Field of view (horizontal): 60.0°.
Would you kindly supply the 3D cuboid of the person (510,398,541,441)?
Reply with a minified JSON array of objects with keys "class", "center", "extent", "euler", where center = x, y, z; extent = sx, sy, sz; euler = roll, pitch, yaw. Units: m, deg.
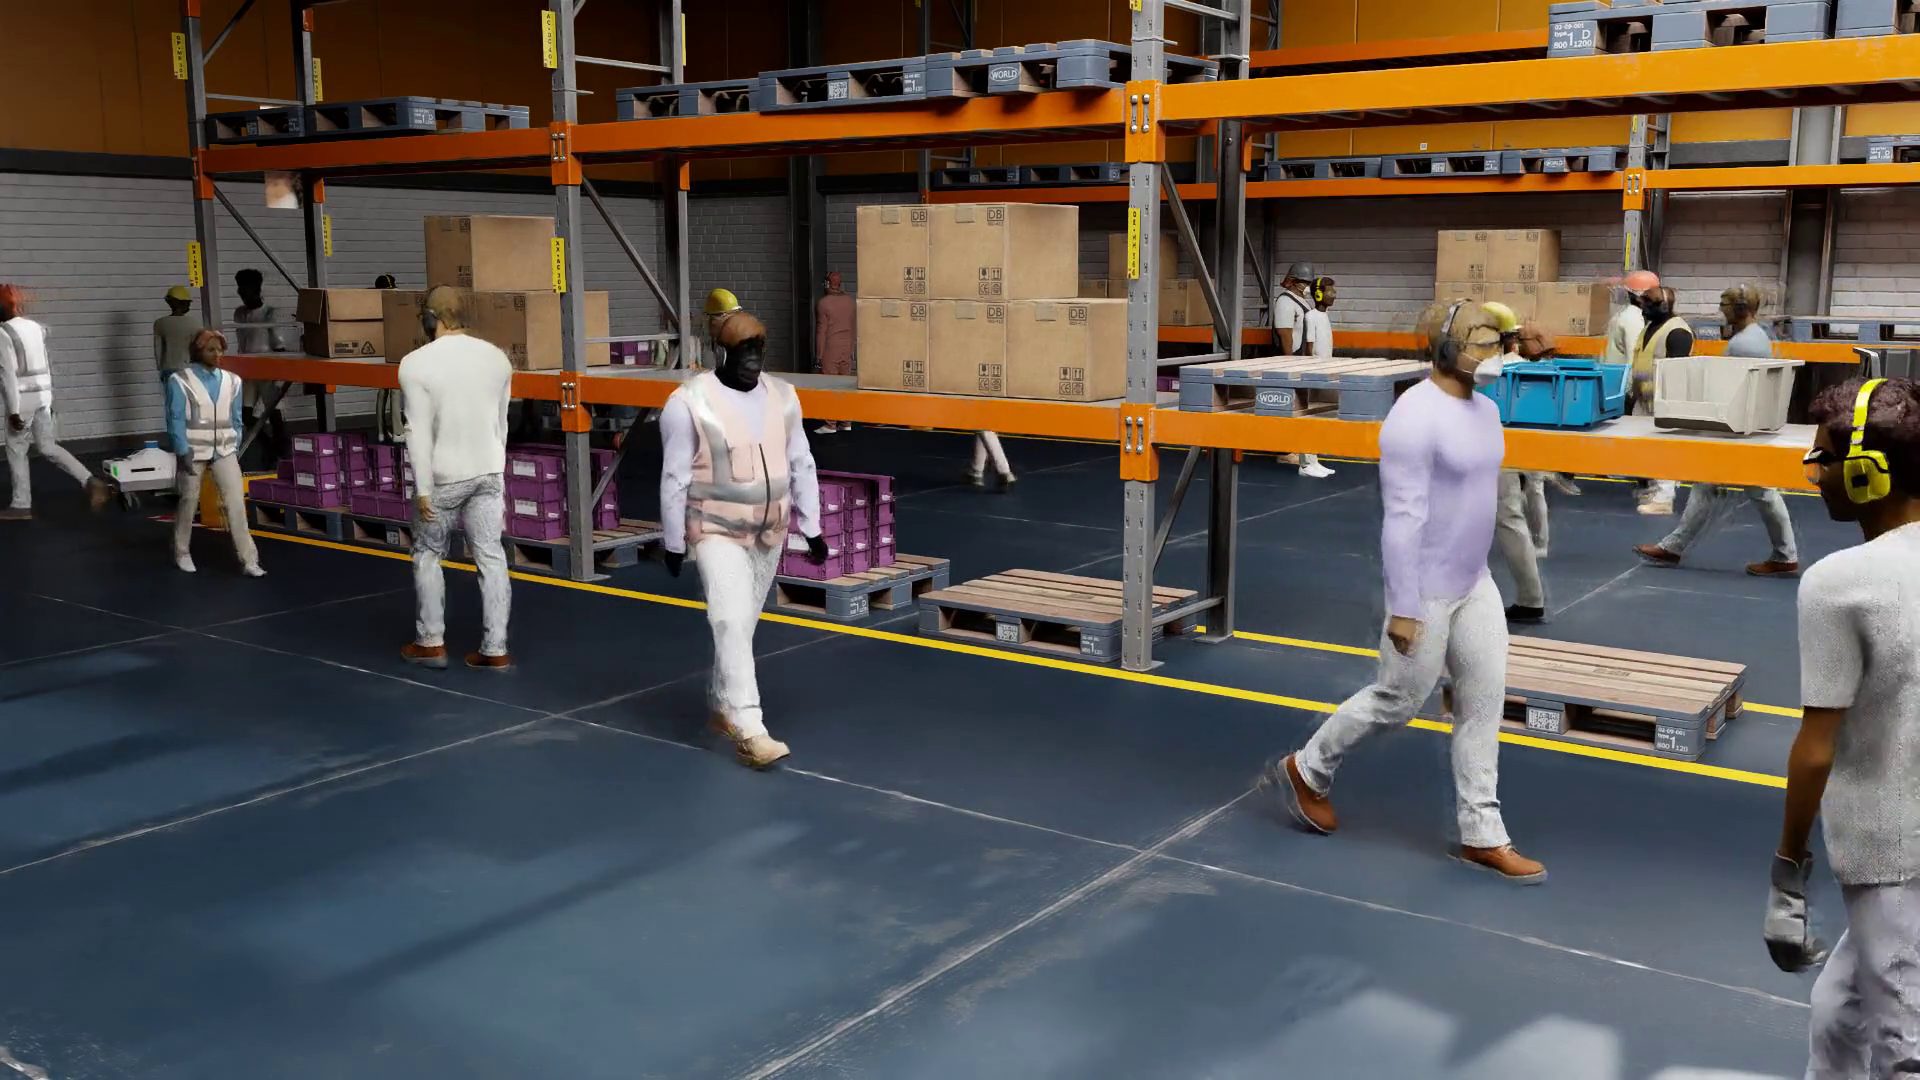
[{"class":"person","center":[-4.965,-2.086,18.988],"extent":[0.574,1.875,1.055],"euler":[1,10,4]}]

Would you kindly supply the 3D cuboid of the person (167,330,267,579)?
[{"class":"person","center":[-4.827,-0.548,10.658],"extent":[0.870,1.591,0.514],"euler":[8,12,40]}]

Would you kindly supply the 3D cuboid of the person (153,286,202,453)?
[{"class":"person","center":[-8.104,-1.757,17.329],"extent":[0.526,1.765,0.329],"euler":[0,10,3]}]

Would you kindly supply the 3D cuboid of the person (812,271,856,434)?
[{"class":"person","center":[-1.493,-2.194,19.508],"extent":[0.408,1.908,0.643],"euler":[7,12,38]}]

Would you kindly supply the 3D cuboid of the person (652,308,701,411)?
[{"class":"person","center":[-2.479,-1.316,15.136],"extent":[0.817,1.599,0.544],"euler":[7,12,38]}]

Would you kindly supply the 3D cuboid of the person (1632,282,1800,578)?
[{"class":"person","center":[4.952,-0.700,10.677],"extent":[1.012,1.884,0.651],"euler":[4,10,22]}]

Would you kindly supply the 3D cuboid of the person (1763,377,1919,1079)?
[{"class":"person","center":[1.798,0.615,3.072],"extent":[0.583,1.820,0.950],"euler":[-4,10,-25]}]

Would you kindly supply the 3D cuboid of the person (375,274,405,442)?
[{"class":"person","center":[-6.369,-2.021,18.586],"extent":[0.513,1.872,0.328],"euler":[6,11,31]}]

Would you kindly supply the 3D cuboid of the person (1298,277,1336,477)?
[{"class":"person","center":[3.381,-1.532,15.659],"extent":[0.329,1.876,0.514],"euler":[5,11,27]}]

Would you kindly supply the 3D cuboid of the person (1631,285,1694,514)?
[{"class":"person","center":[5.579,-1.109,13.268],"extent":[0.435,1.827,0.639],"euler":[-1,10,-6]}]

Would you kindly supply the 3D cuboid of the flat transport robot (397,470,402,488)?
[{"class":"flat transport robot","center":[-4.379,-0.608,14.923],"extent":[1.431,0.197,0.652],"euler":[-7,12,-35]}]

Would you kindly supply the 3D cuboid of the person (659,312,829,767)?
[{"class":"person","center":[-0.833,-0.008,6.769],"extent":[0.641,1.805,0.869],"euler":[-9,13,-42]}]

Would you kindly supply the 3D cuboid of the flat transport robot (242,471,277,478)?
[{"class":"flat transport robot","center":[-5.570,-0.469,14.093],"extent":[1.431,0.197,0.652],"euler":[-5,11,-26]}]

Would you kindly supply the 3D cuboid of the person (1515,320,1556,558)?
[{"class":"person","center":[3.880,-0.679,11.317],"extent":[0.380,1.616,0.527],"euler":[3,10,17]}]

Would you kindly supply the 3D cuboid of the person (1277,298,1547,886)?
[{"class":"person","center":[1.526,0.147,5.568],"extent":[0.644,1.916,0.907],"euler":[-9,13,-44]}]

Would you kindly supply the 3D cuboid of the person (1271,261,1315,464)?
[{"class":"person","center":[3.402,-1.788,16.689],"extent":[0.537,2.000,0.678],"euler":[4,10,21]}]

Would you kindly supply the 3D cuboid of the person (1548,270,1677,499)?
[{"class":"person","center":[5.583,-1.318,14.165],"extent":[0.999,1.955,0.598],"euler":[4,10,24]}]

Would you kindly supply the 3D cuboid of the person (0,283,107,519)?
[{"class":"person","center":[-7.171,-1.065,12.951],"extent":[0.809,1.860,0.597],"euler":[1,10,5]}]

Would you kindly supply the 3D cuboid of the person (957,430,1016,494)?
[{"class":"person","center":[0.247,-1.392,14.628],"extent":[0.611,1.954,0.984],"euler":[-7,12,-36]}]

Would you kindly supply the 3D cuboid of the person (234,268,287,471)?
[{"class":"person","center":[-6.503,-1.540,15.470],"extent":[0.650,1.948,0.451],"euler":[5,11,26]}]

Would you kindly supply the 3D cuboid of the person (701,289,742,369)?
[{"class":"person","center":[-1.665,-0.883,11.953],"extent":[0.403,1.827,0.588],"euler":[6,11,31]}]

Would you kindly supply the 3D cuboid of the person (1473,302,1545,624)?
[{"class":"person","center":[2.917,-0.435,9.376],"extent":[0.912,1.781,0.623],"euler":[5,11,29]}]

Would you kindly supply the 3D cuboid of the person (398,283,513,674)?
[{"class":"person","center":[-2.518,-0.301,8.229],"extent":[0.776,1.910,0.635],"euler":[9,13,42]}]

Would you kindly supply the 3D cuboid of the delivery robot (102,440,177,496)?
[{"class":"delivery robot","center":[-6.577,-0.568,13.559],"extent":[0.707,0.478,0.477],"euler":[-8,12,-40]}]
